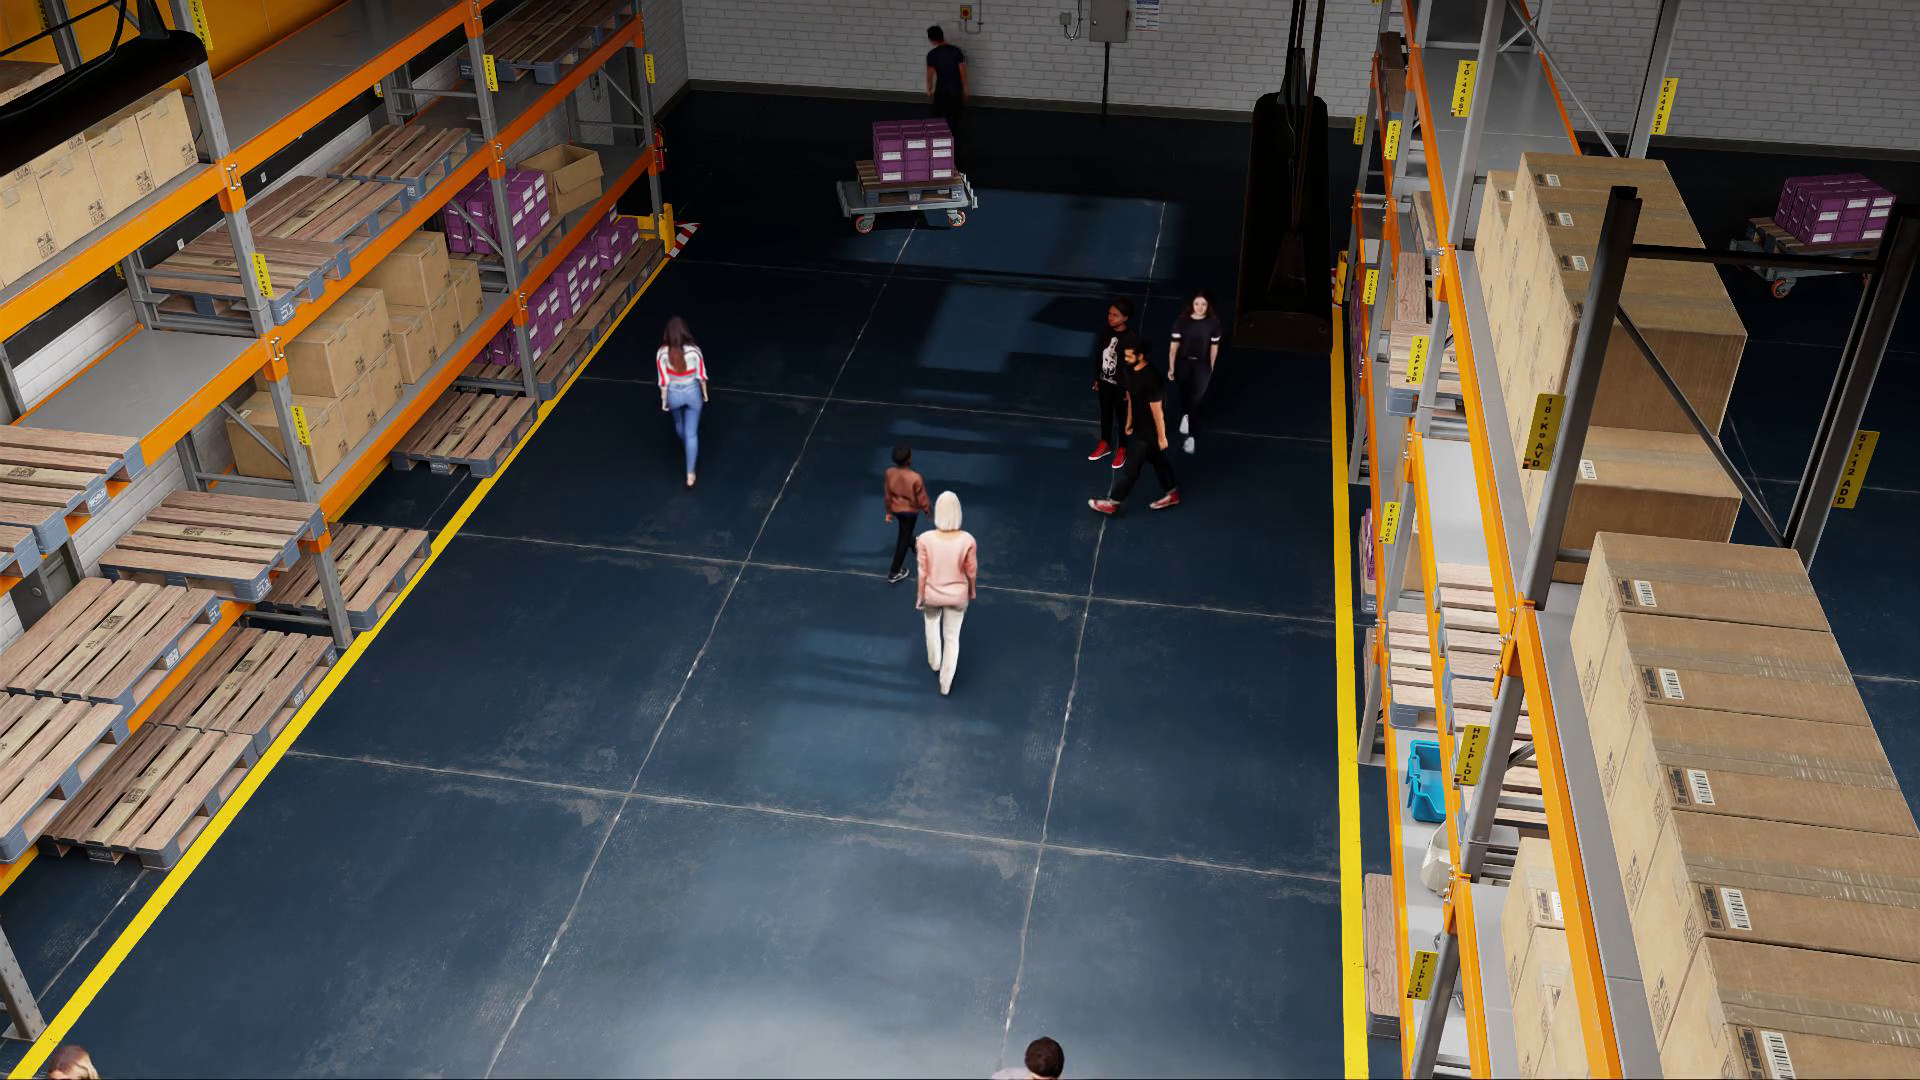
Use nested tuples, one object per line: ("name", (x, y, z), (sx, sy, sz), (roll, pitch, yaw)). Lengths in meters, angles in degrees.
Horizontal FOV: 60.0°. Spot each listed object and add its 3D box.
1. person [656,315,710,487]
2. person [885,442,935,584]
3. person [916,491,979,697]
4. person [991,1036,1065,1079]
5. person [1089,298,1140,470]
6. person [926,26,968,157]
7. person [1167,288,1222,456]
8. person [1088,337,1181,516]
("person", (-2.522, -1.253, 15.207), (0.805, 1.571, 1.164), (-3, 34, -4))
("person", (-0.493, -0.206, 13.951), (0.762, 1.217, 0.972), (20, 39, 28))
("person", (-0.111, 0.447, 12.523), (0.689, 1.710, 0.779), (0, 34, 0))
("person", (0.363, 3.112, 8.419), (0.849, 1.814, 1.192), (12, 36, 18))
("person", (1.449, -1.479, 15.452), (0.678, 1.675, 0.686), (22, 40, 30))
("person", (-0.144, -5.953, 22.110), (0.759, 1.756, 0.640), (9, 35, 13))
("person", (2.215, -1.691, 15.838), (0.600, 1.600, 1.026), (7, 34, 10))
("person", (1.745, -0.988, 14.695), (1.026, 1.696, 1.170), (-8, 34, -12))
